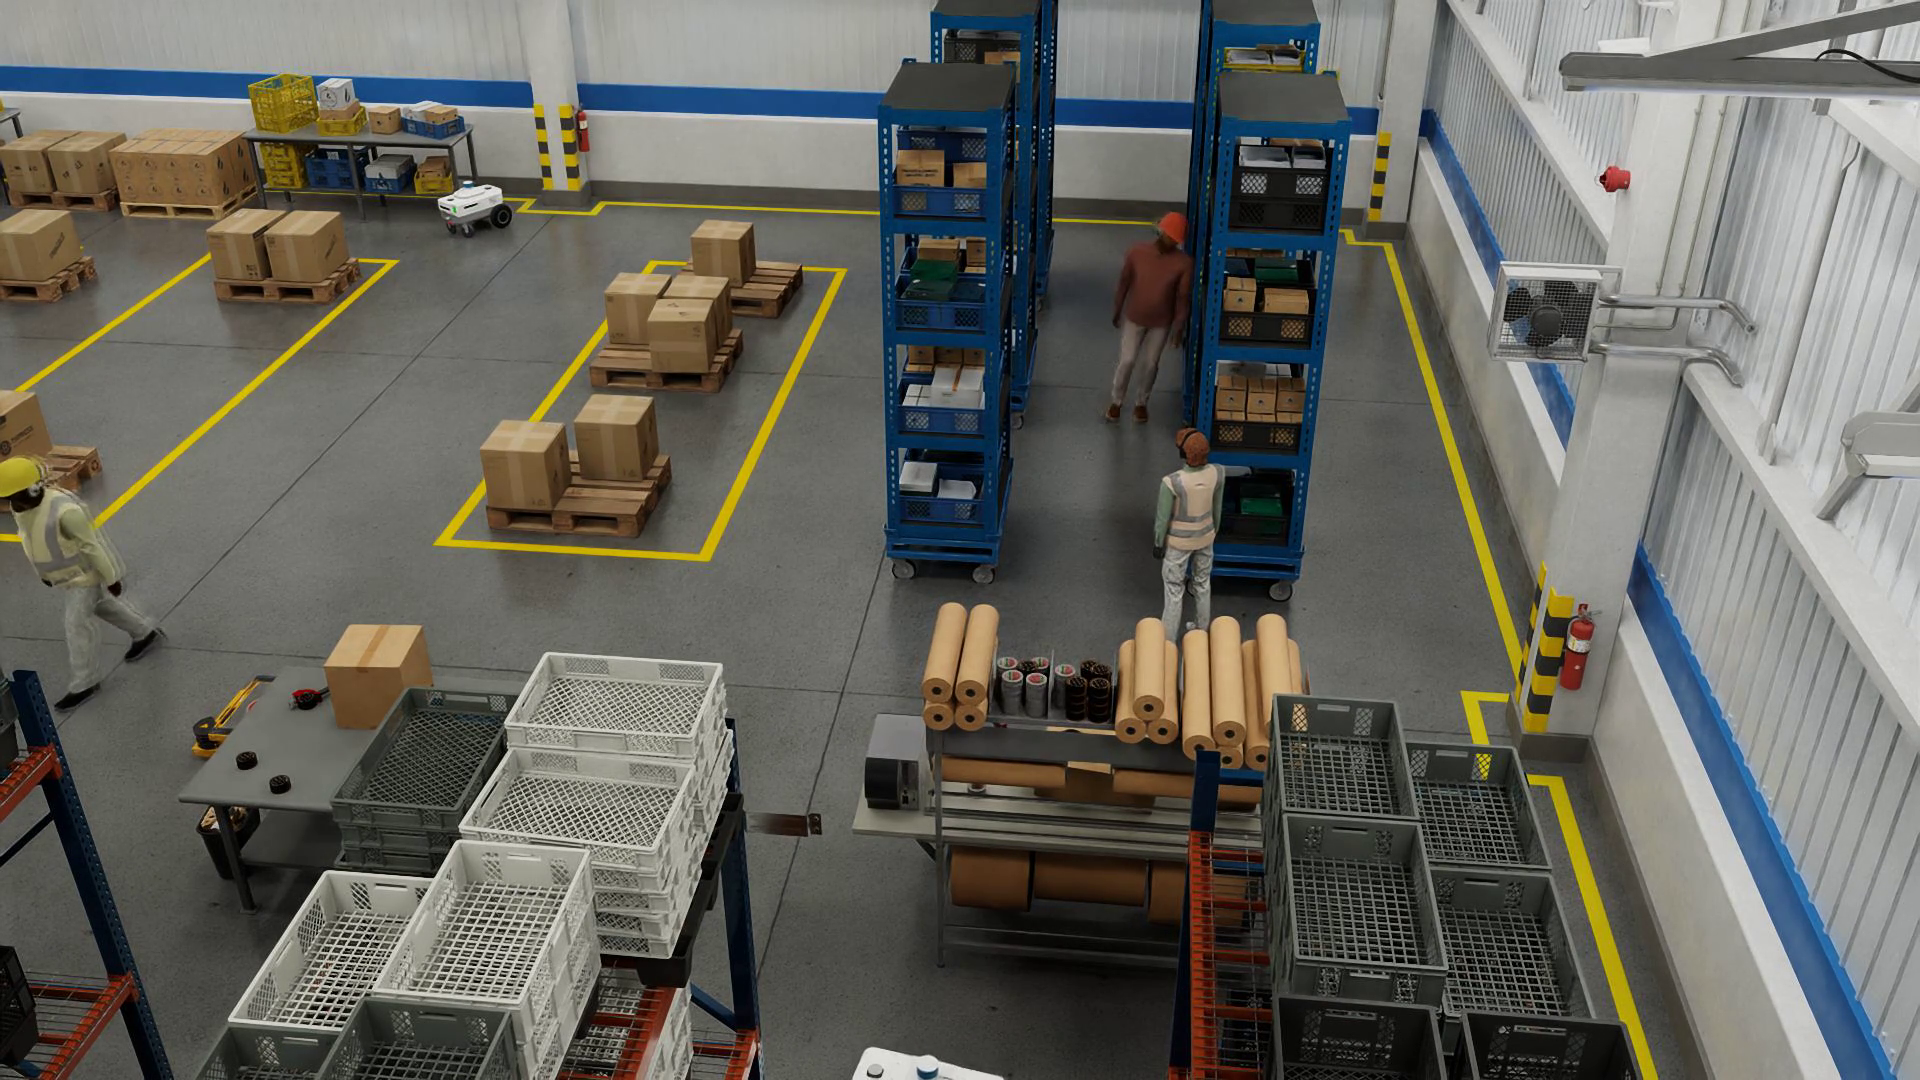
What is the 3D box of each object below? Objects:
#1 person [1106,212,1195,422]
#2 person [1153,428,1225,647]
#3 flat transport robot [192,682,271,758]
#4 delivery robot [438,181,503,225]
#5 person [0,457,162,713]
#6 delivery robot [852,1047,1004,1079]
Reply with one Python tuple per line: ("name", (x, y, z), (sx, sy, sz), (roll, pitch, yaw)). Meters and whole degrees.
("person", (1.640, -1.896, 14.256), (0.684, 1.937, 0.457), (6, 31, 10))
("person", (1.546, 0.003, 11.298), (0.518, 1.632, 0.314), (-14, 33, -23))
("flat transport robot", (-4.089, 1.163, 10.648), (1.431, 0.197, 0.652), (3, 30, 6))
("delivery robot", (-5.542, -3.821, 18.839), (0.477, 0.478, 0.707), (22, 37, 33))
("person", (-5.769, 0.166, 10.892), (0.614, 1.774, 0.885), (17, 34, 27))
("delivery robot", (-0.147, 2.618, 7.780), (0.707, 0.478, 0.477), (9, 31, 14))
